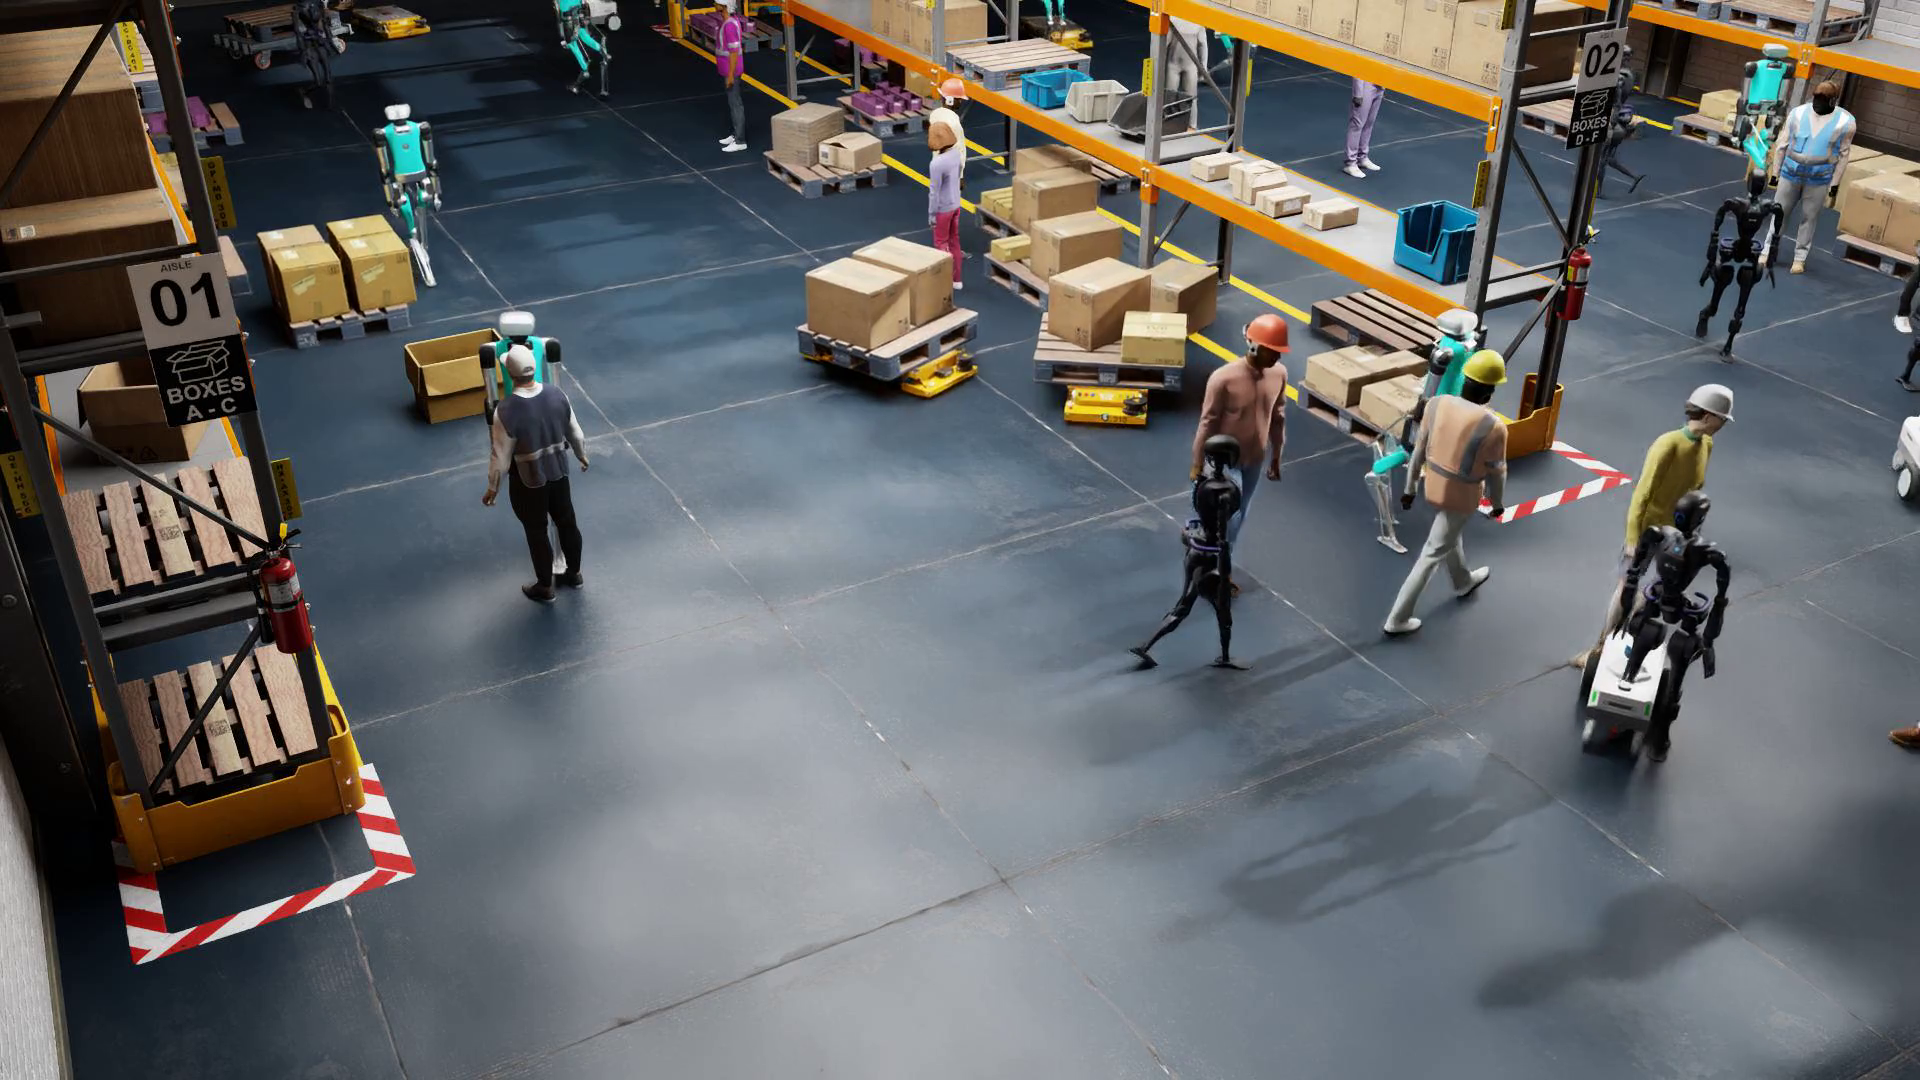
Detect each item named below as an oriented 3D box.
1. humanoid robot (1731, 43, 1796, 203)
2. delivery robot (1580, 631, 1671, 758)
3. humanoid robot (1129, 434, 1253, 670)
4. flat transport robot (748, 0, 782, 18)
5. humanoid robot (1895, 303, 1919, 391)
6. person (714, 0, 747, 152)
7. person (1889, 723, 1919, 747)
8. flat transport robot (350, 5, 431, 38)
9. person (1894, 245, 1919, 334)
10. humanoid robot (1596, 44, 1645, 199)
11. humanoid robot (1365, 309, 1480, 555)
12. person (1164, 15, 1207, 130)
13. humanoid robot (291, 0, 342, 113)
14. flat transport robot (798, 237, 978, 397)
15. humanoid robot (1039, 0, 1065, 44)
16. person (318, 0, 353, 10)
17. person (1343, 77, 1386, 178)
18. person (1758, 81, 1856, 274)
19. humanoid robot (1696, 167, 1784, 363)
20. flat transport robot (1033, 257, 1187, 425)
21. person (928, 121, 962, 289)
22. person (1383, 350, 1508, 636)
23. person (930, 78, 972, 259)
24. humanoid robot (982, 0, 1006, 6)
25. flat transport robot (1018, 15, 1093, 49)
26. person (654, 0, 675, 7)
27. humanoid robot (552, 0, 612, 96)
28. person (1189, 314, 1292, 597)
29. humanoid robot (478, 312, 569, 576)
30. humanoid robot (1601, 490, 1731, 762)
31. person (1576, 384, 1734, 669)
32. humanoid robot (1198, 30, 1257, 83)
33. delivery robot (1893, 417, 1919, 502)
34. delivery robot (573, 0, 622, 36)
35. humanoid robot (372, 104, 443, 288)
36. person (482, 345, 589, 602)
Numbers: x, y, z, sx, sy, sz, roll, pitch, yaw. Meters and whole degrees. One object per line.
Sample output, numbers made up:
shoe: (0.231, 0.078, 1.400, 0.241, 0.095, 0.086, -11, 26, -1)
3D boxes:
humanoid robot: (8.324, -4.142, 17.171, 0.568, 1.798, 0.813, -3, 30, -5)
delivery robot: (3.865, 0.848, 9.654, 0.499, 0.602, 0.806, 14, 33, 23)
humanoid robot: (1.414, 0.089, 9.906, 0.751, 1.649, 0.609, -2, 30, -4)
flat transport robot: (-2.745, -8.343, 25.933, 1.431, 0.231, 0.659, -3, 30, -6)
humanoid robot: (8.042, -1.985, 13.452, 0.588, 1.654, 0.340, -2, 30, -4)
person: (-2.679, -5.463, 19.334, 0.335, 1.847, 0.523, -5, 30, -9)
person: (5.900, 0.414, 9.016, 1.023, 1.950, 0.625, 6, 31, 11)
flat transport robot: (-8.566, -7.779, 24.952, 0.659, 0.231, 1.431, -23, 37, -34)
person: (8.547, -2.561, 14.302, 0.601, 1.822, 0.860, -1, 30, -1)
humanoid robot: (7.098, -4.435, 17.739, 0.589, 1.631, 0.614, 12, 32, 20)
humanoid robot: (3.006, -0.771, 11.298, 0.795, 1.790, 0.530, 22, 37, 34)
person: (2.567, -5.523, 19.408, 0.632, 1.879, 0.430, -5, 30, -8)
humanoid robot: (-8.074, -6.162, 20.726, 0.448, 1.646, 0.609, 13, 32, 21)
flat transport robot: (-0.606, -1.567, 14.137, 1.431, 0.231, 0.659, 22, 36, 33)
humanoid robot: (1.348, -7.694, 23.338, 0.532, 1.792, 0.786, -7, 31, -12)
person: (-9.769, -8.917, 25.465, 0.638, 1.747, 1.125, 11, 32, 19)
person: (4.570, -5.023, 18.511, 0.412, 1.909, 0.637, 22, 37, 33)
person: (8.058, -3.455, 15.851, 0.632, 1.837, 0.429, 20, 35, 30)
humanoid robot: (6.644, -2.385, 14.164, 0.599, 1.642, 0.650, 7, 31, 11)
flat transport robot: (1.239, -1.344, 13.750, 0.659, 0.231, 1.431, 4, 30, 7)
person: (-0.147, -3.049, 15.350, 0.298, 1.626, 0.501, 15, 33, 25)
person: (3.092, -0.305, 10.339, 1.030, 1.860, 0.578, -16, 34, -26)
person: (-0.085, -3.625, 16.237, 0.334, 1.743, 0.560, -12, 32, -19)
humanoid robot: (0.536, -9.230, 26.081, 0.625, 1.625, 0.591, -5, 30, -8)
flat transport robot: (1.378, -7.442, 24.364, 0.659, 0.231, 1.431, -9, 31, -16)
person: (-4.693, -9.257, 26.033, 0.558, 1.751, 0.324, -1, 30, -2)
humanoid robot: (-4.773, -6.426, 21.156, 1.033, 1.744, 0.541, 24, 38, 36)
person: (1.786, -0.507, 10.590, 0.647, 1.965, 0.468, -15, 33, -25)
humanoid robot: (-2.786, -0.552, 10.918, 0.556, 1.722, 0.995, -10, 31, -17)
humanoid robot: (3.925, 0.472, 9.172, 0.345, 1.651, 0.596, -26, 39, -37)
person: (4.108, -0.072, 9.970, 0.696, 1.851, 0.367, -10, 31, -16)
humanoid robot: (3.602, -6.760, 21.743, 1.033, 1.757, 0.555, 6, 30, 11)
delivery robot: (7.144, -0.592, 12.165, 0.499, 0.606, 0.794, 6, 30, 10)
delivery robot: (-5.454, -7.827, 24.755, 0.796, 0.601, 0.499, -18, 35, -29)
humanoid robot: (-5.221, -3.323, 15.782, 0.533, 1.778, 1.048, -13, 32, -21)
person: (-2.697, -0.421, 10.645, 0.433, 1.759, 0.762, 26, 39, 37)
